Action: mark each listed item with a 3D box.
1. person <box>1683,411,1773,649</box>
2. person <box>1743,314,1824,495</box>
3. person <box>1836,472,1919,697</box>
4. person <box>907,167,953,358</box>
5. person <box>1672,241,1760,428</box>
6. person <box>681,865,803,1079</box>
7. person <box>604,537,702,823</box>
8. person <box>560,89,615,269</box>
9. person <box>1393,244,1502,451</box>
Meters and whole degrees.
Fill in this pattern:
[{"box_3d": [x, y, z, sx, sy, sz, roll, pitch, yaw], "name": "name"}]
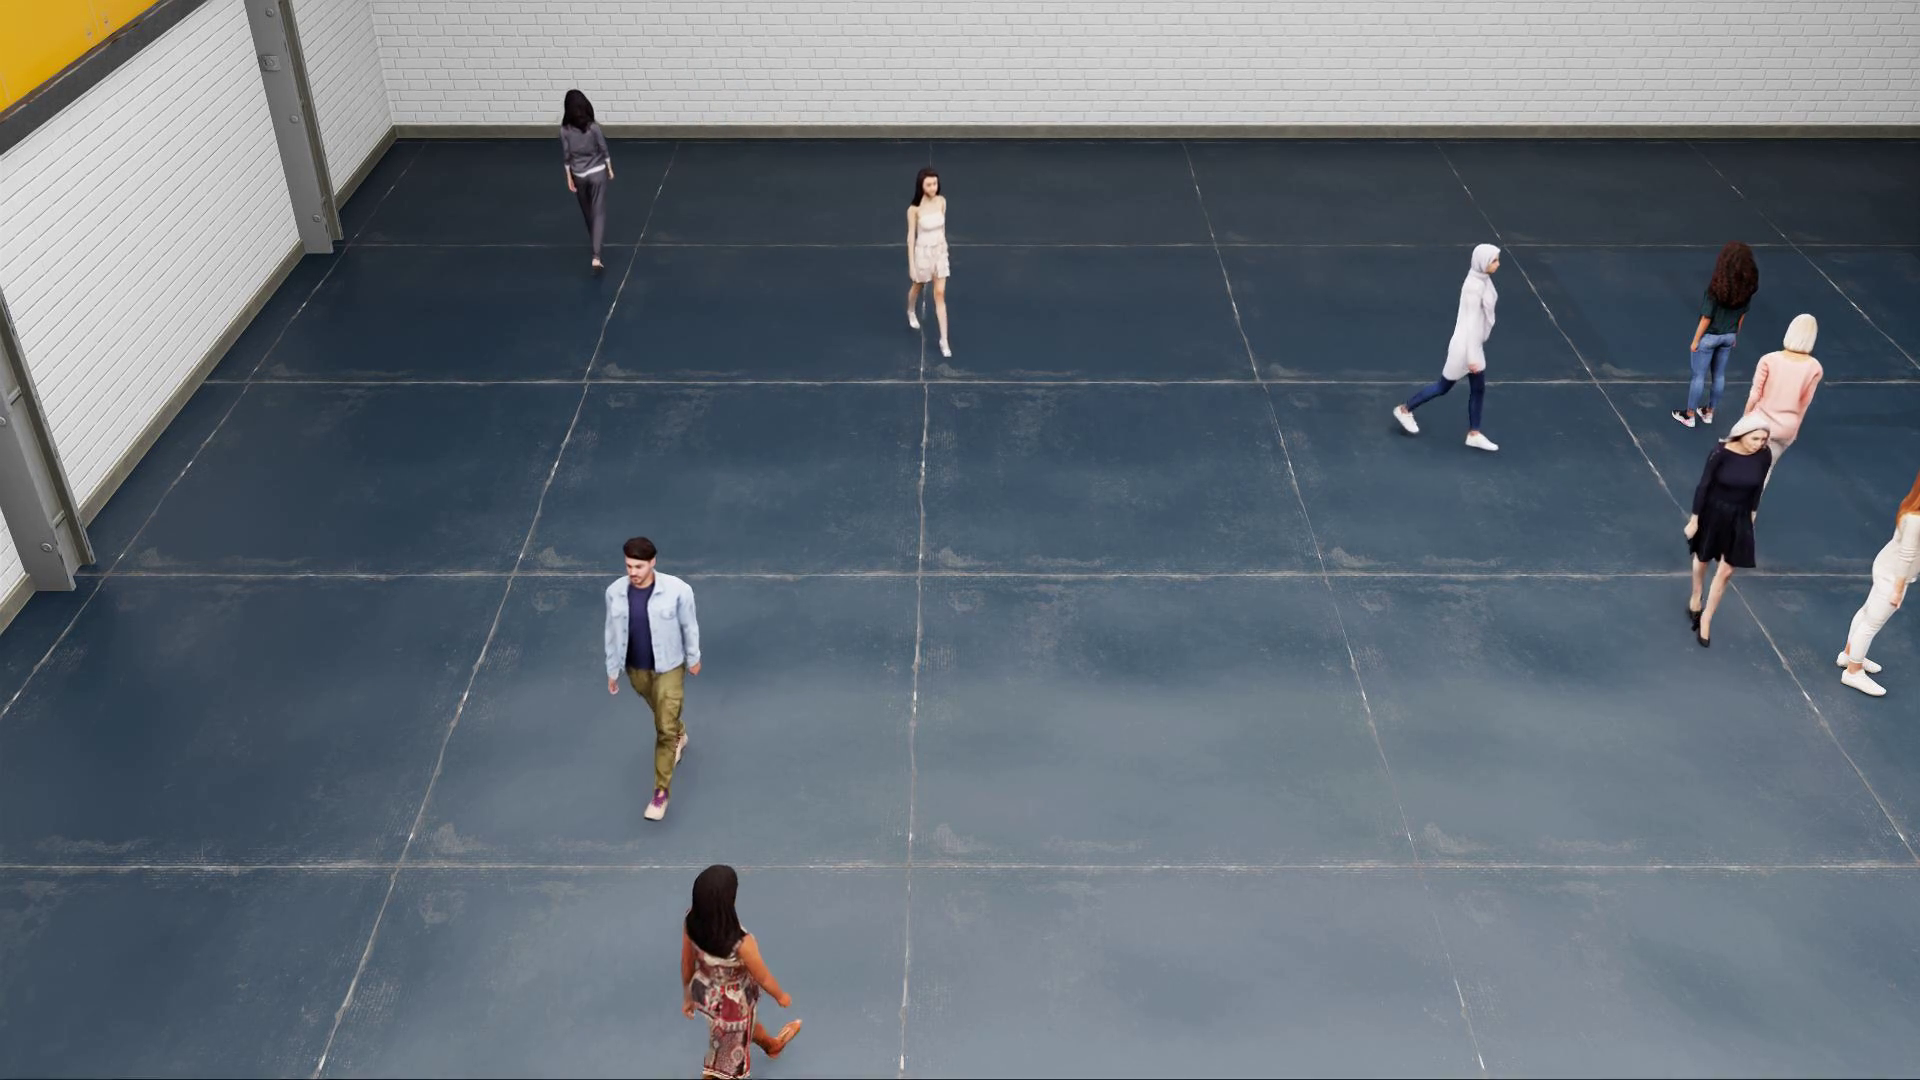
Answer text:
[{"box_3d": [5.175, -0.165, 11.345, 0.684, 1.726, 0.835, 5, 34, 7], "name": "person"}, {"box_3d": [6.036, -0.810, 12.336, 0.766, 1.703, 0.876, 11, 35, 16], "name": "person"}, {"box_3d": [6.066, 0.203, 10.804, 0.748, 1.711, 0.632, 16, 37, 23], "name": "person"}, {"box_3d": [-0.336, -2.531, 14.943, 0.944, 1.684, 1.173, -17, 37, -24], "name": "person"}, {"box_3d": [6.257, -1.700, 13.755, 0.648, 1.615, 0.651, -7, 34, -10], "name": "person"}, {"box_3d": [-1.172, 2.254, 7.815, 1.077, 1.605, 1.175, 27, 42, 34], "name": "person"}, {"box_3d": [-1.810, 0.709, 9.993, 0.824, 1.766, 1.199, 5, 34, 8], "name": "person"}, {"box_3d": [-3.654, -3.517, 16.395, 0.601, 1.718, 1.140, -1, 34, -2], "name": "person"}, {"box_3d": [3.985, -1.550, 13.413, 1.064, 1.742, 1.139, 20, 38, 27], "name": "person"}]
